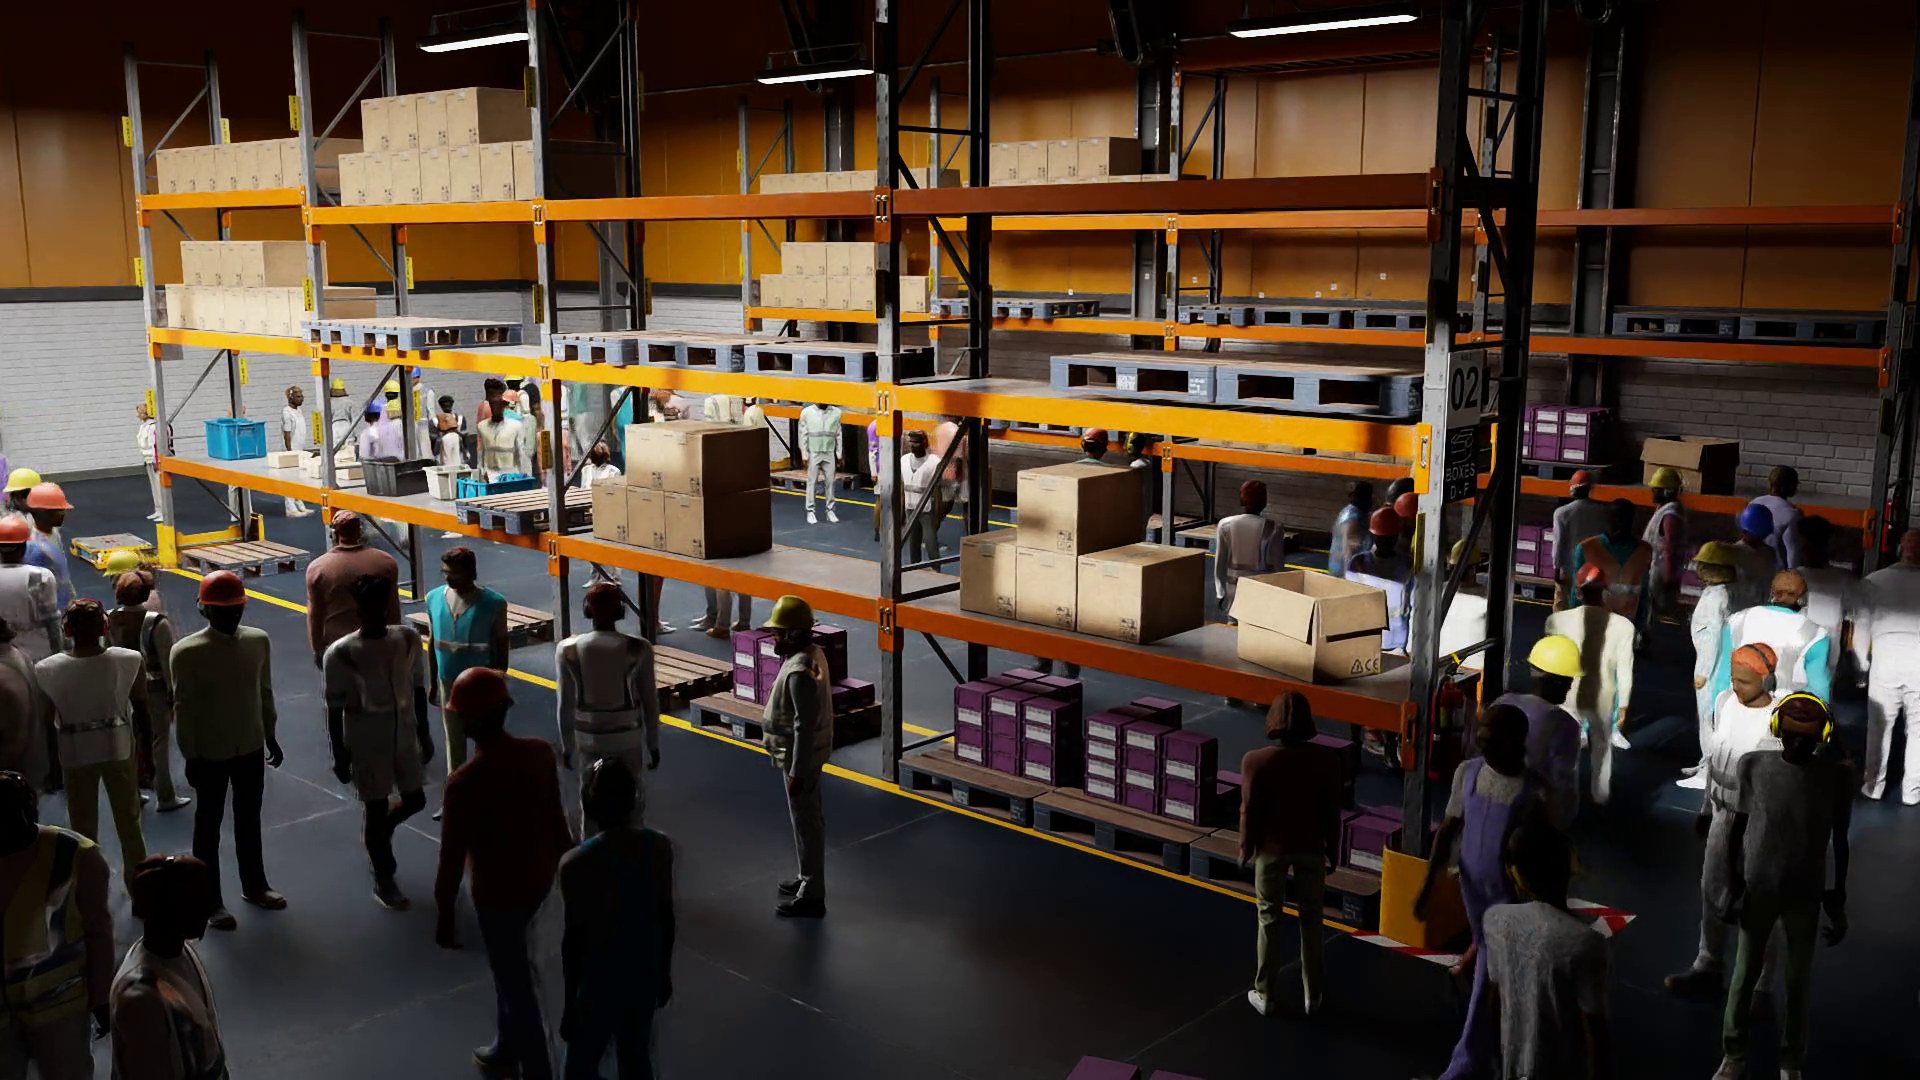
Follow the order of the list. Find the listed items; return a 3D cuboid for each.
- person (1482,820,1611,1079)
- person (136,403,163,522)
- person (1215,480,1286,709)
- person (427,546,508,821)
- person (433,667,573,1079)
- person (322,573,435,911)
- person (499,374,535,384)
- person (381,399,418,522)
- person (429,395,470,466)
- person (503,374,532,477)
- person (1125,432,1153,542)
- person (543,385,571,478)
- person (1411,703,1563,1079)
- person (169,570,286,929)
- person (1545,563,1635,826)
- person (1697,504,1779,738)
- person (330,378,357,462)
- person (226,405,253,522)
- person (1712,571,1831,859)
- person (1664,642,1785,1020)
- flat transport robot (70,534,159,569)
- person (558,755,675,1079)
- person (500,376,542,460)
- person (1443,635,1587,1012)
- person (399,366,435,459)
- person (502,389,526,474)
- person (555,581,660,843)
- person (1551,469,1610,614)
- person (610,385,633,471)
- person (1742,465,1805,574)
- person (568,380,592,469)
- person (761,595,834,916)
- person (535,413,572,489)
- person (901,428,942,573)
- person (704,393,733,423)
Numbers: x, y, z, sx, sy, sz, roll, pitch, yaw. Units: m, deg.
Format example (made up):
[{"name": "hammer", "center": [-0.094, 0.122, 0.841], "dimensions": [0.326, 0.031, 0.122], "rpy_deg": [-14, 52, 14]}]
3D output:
[{"name": "person", "center": [2.031, 1.890, 5.623], "dimensions": [0.314, 1.836, 0.688], "rpy_deg": [-6, 11, -29]}, {"name": "person", "center": [-11.125, -1.073, 22.932], "dimensions": [0.325, 1.628, 0.519], "rpy_deg": [-10, 14, -44]}, {"name": "person", "center": [2.375, 0.445, 13.620], "dimensions": [0.583, 1.882, 0.337], "rpy_deg": [5, 11, 27]}, {"name": "person", "center": [-3.231, 0.939, 10.954], "dimensions": [0.563, 1.837, 0.388], "rpy_deg": [2, 10, 11]}, {"name": "person", "center": [-2.066, 1.515, 7.312], "dimensions": [0.756, 1.966, 0.654], "rpy_deg": [5, 11, 26]}, {"name": "person", "center": [-3.352, 1.128, 9.571], "dimensions": [0.551, 1.948, 0.628], "rpy_deg": [9, 13, 41]}, {"name": "person", "center": [-7.590, -2.280, 28.616], "dimensions": [0.634, 2.040, 0.547], "rpy_deg": [-1, 10, -5]}, {"name": "person", "center": [-7.619, -1.072, 22.753], "dimensions": [0.764, 1.687, 0.500], "rpy_deg": [5, 11, 27]}, {"name": "person", "center": [-7.299, -1.248, 23.750], "dimensions": [0.559, 1.673, 0.519], "rpy_deg": [-5, 11, -26]}, {"name": "person", "center": [-6.733, -1.648, 25.324], "dimensions": [0.377, 1.929, 0.585], "rpy_deg": [-7, 12, -35]}, {"name": "person", "center": [1.845, -0.214, 17.404], "dimensions": [0.329, 1.865, 0.513], "rpy_deg": [4, 11, 20]}, {"name": "person", "center": [-6.370, -1.783, 26.221], "dimensions": [0.362, 1.882, 0.576], "rpy_deg": [5, 11, 27]}, {"name": "person", "center": [2.330, 1.600, 7.382], "dimensions": [1.016, 1.779, 0.507], "rpy_deg": [-7, 12, -33]}, {"name": "person", "center": [-4.090, 1.147, 9.332], "dimensions": [0.384, 1.996, 0.610], "rpy_deg": [7, 12, 33]}, {"name": "person", "center": [4.076, 1.009, 10.871], "dimensions": [0.568, 1.726, 0.432], "rpy_deg": [3, 10, 15]}, {"name": "person", "center": [5.877, 0.672, 12.310], "dimensions": [0.615, 1.890, 0.983], "rpy_deg": [-3, 11, -19]}, {"name": "person", "center": [-9.569, -1.625, 25.718], "dimensions": [0.483, 1.745, 0.299], "rpy_deg": [-4, 11, -22]}, {"name": "person", "center": [-9.846, -1.042, 22.717], "dimensions": [0.511, 1.640, 0.308], "rpy_deg": [5, 11, 28]}, {"name": "person", "center": [5.054, 1.077, 10.326], "dimensions": [0.947, 1.778, 0.641], "rpy_deg": [-6, 12, -31]}, {"name": "person", "center": [3.862, 1.409, 8.218], "dimensions": [0.430, 1.875, 0.599], "rpy_deg": [-3, 10, -15]}, {"name": "flat transport robot", "center": [-10.191, 0.120, 20.016], "dimensions": [0.652, 0.197, 1.431], "rpy_deg": [-8, 13, -40]}, {"name": "person", "center": [-1.316, 1.735, 6.474], "dimensions": [0.453, 1.828, 0.540], "rpy_deg": [9, 14, 42]}, {"name": "person", "center": [-6.932, -1.864, 26.230], "dimensions": [0.690, 2.000, 0.847], "rpy_deg": [2, 10, 9]}, {"name": "person", "center": [2.741, 1.398, 8.260], "dimensions": [0.857, 1.886, 0.631], "rpy_deg": [-4, 11, -22]}, {"name": "person", "center": [-8.516, -1.786, 26.087], "dimensions": [0.605, 1.939, 0.416], "rpy_deg": [2, 10, 13]}, {"name": "person", "center": [-6.436, -1.284, 23.800], "dimensions": [0.574, 1.740, 0.348], "rpy_deg": [5, 11, 26]}, {"name": "person", "center": [-2.009, 1.163, 9.560], "dimensions": [0.579, 1.883, 0.345], "rpy_deg": [-1, 10, -3]}, {"name": "person", "center": [5.812, 0.197, 15.529], "dimensions": [0.578, 1.711, 0.874], "rpy_deg": [0, 10, 0]}, {"name": "person", "center": [-5.340, -1.837, 26.708], "dimensions": [0.521, 1.823, 0.773], "rpy_deg": [0, 10, -2]}, {"name": "person", "center": [6.918, 0.323, 14.153], "dimensions": [0.358, 1.938, 0.636], "rpy_deg": [-3, 10, -16]}, {"name": "person", "center": [-6.507, -2.133, 28.083], "dimensions": [0.599, 1.917, 0.643], "rpy_deg": [-3, 11, -17]}, {"name": "person", "center": [-0.918, 1.211, 9.432], "dimensions": [0.403, 1.830, 0.598], "rpy_deg": [0, 10, -1]}, {"name": "person", "center": [-5.180, -0.854, 21.290], "dimensions": [0.306, 1.772, 0.525], "rpy_deg": [8, 13, 37]}, {"name": "person", "center": [-0.406, -0.299, 17.974], "dimensions": [0.561, 1.836, 0.393], "rpy_deg": [8, 13, 37]}, {"name": "person", "center": [-3.505, -1.540, 24.728], "dimensions": [0.820, 1.935, 0.636], "rpy_deg": [5, 11, 26]}]
